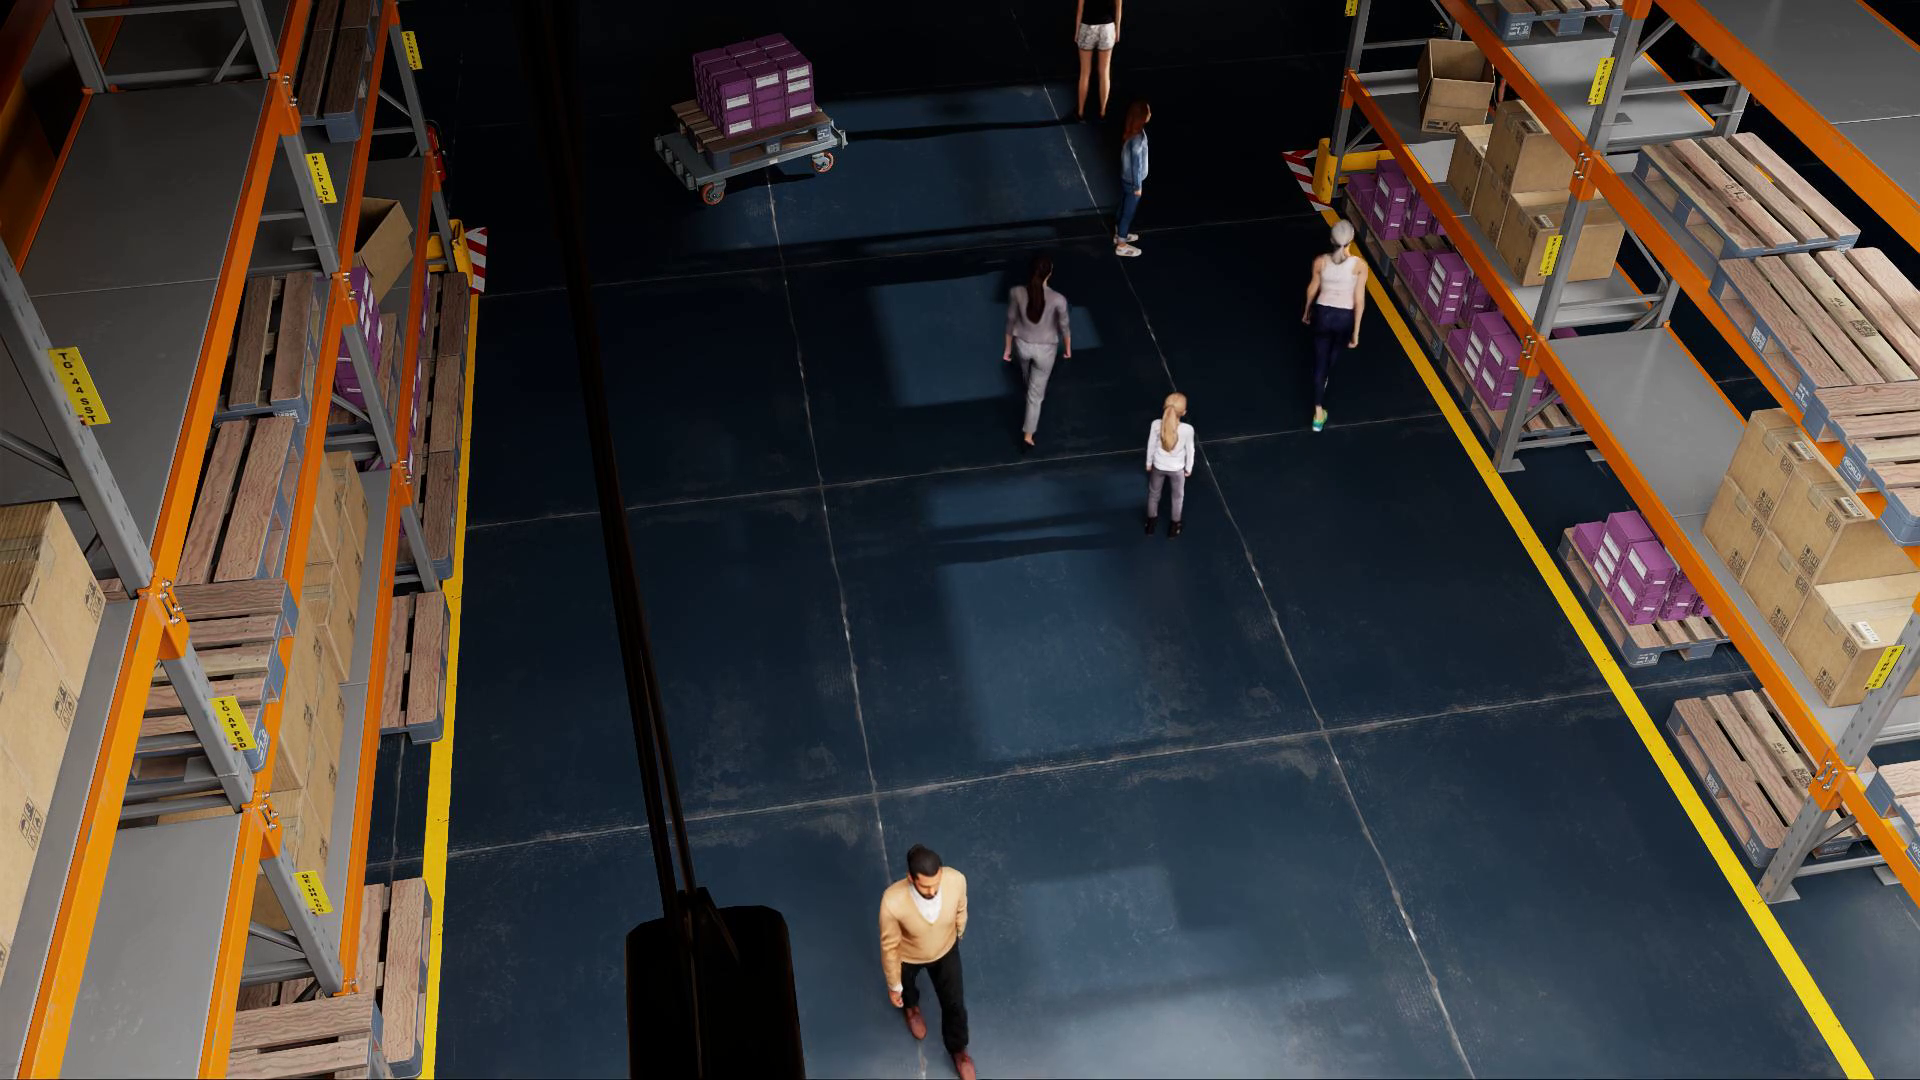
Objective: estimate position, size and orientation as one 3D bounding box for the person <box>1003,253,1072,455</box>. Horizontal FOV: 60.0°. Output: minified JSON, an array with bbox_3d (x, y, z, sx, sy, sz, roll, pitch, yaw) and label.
[{"bbox_3d":[0.543,-1.360,12.582,0.987,1.631,1.181,14,45,14],"label":"person"}]

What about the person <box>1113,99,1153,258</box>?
[{"bbox_3d":[1.502,-3.193,14.620,0.639,1.474,0.456,-2,44,-2],"label":"person"}]

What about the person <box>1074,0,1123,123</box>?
[{"bbox_3d":[1.334,-4.952,16.201,0.629,1.840,0.572,1,44,1],"label":"person"}]

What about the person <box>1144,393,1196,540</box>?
[{"bbox_3d":[1.498,-0.536,11.972,0.566,1.278,0.593,11,45,11],"label":"person"}]

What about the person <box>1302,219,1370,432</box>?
[{"bbox_3d":[2.876,-1.603,12.824,0.868,1.649,1.094,15,46,15],"label":"person"}]

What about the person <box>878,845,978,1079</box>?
[{"bbox_3d":[-0.222,2.112,8.866,0.743,1.728,0.961,-12,45,-12],"label":"person"}]
